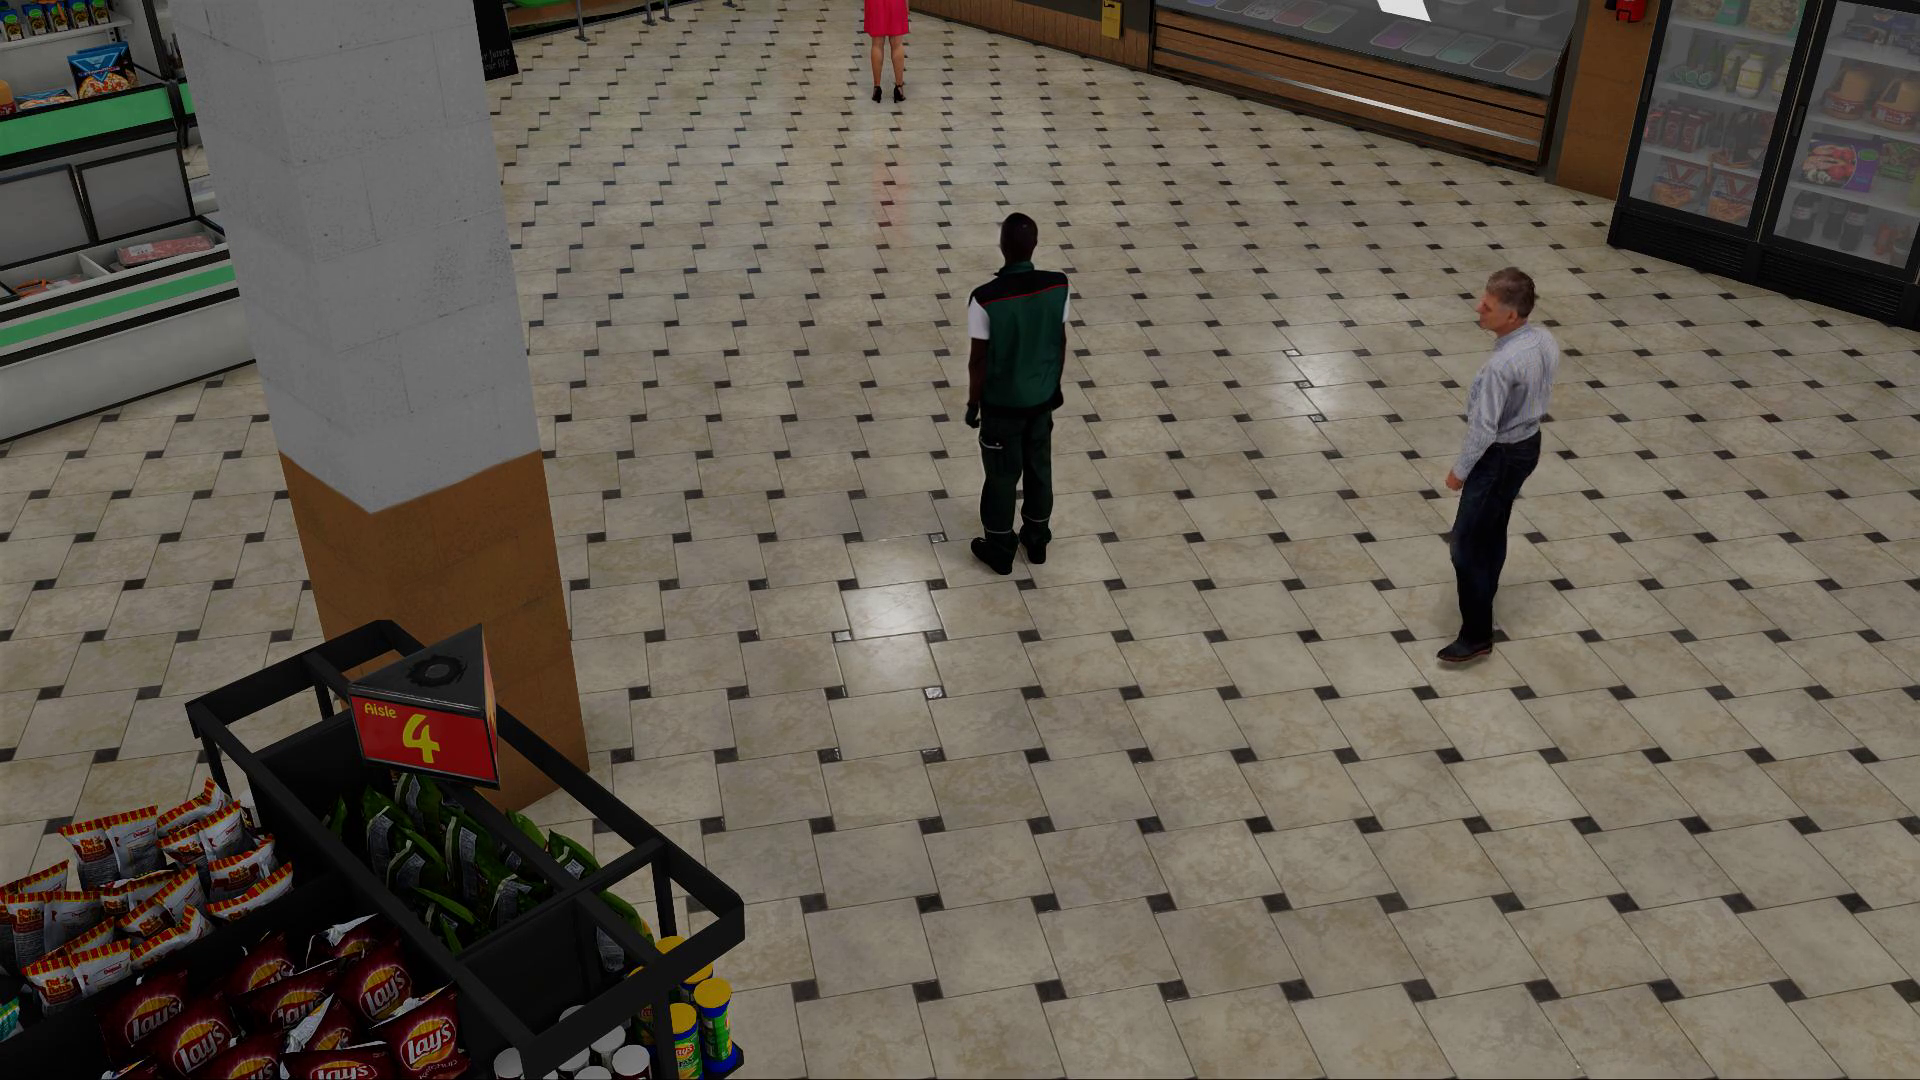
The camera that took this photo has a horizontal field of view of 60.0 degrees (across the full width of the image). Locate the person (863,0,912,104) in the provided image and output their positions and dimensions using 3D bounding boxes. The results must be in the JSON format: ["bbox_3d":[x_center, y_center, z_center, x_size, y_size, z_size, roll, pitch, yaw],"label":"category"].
[{"bbox_3d":[-0.654,-4.694,14.496,0.666,1.728,0.717,2,32,3],"label":"person"}]

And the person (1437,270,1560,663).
[{"bbox_3d":[2.453,-0.378,7.492,0.614,1.800,1.017,-20,37,-29],"label":"person"}]

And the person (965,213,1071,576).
[{"bbox_3d":[0.274,-0.679,7.938,0.663,1.840,0.817,-15,35,-22],"label":"person"}]
